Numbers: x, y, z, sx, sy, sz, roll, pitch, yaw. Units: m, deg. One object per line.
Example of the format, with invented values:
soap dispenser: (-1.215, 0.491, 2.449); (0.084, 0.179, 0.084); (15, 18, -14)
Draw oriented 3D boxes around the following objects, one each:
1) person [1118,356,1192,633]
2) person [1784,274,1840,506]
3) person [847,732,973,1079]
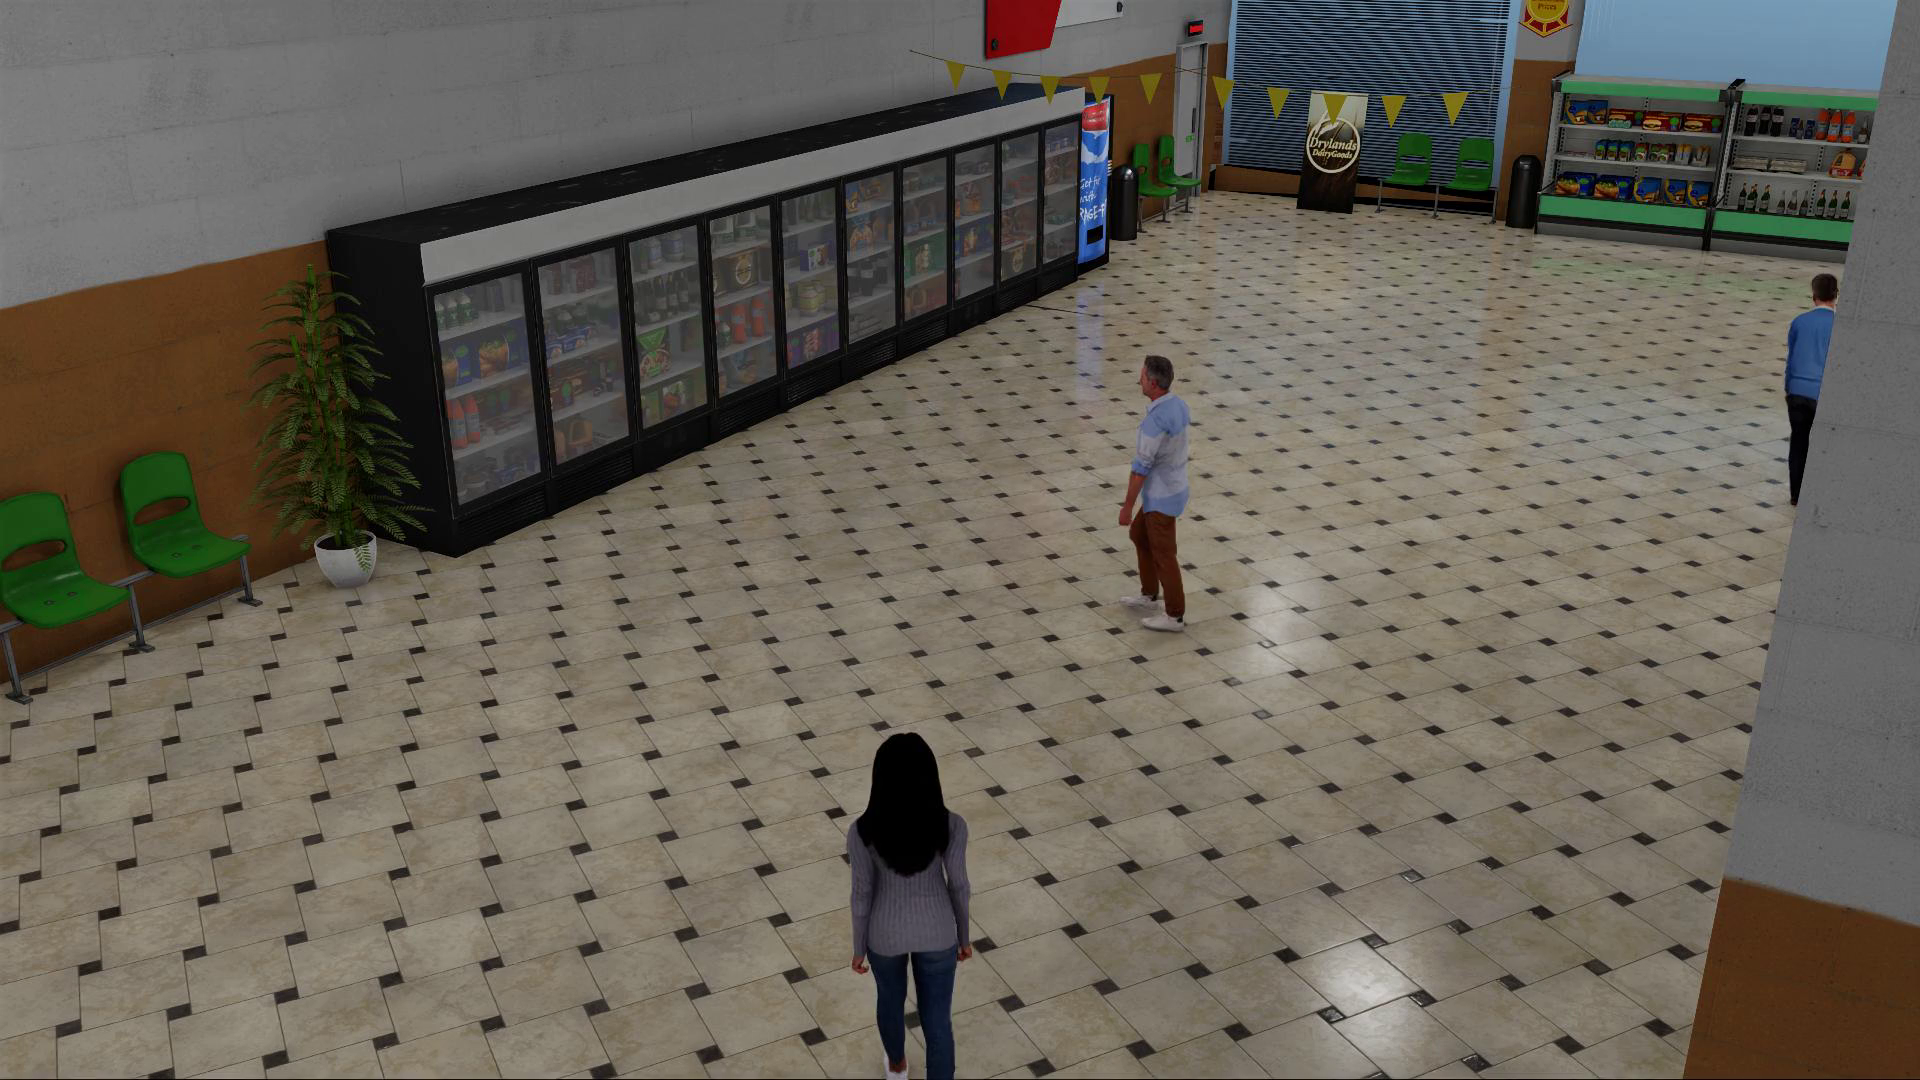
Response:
person: (1.373, -0.266, 10.658); (0.782, 1.804, 0.754); (8, 23, 18)
person: (6.555, -1.126, 12.826); (0.808, 1.784, 0.663); (-18, 28, -37)
person: (-0.176, 1.558, 6.251); (1.126, 1.705, 1.068); (-1, 22, -2)
